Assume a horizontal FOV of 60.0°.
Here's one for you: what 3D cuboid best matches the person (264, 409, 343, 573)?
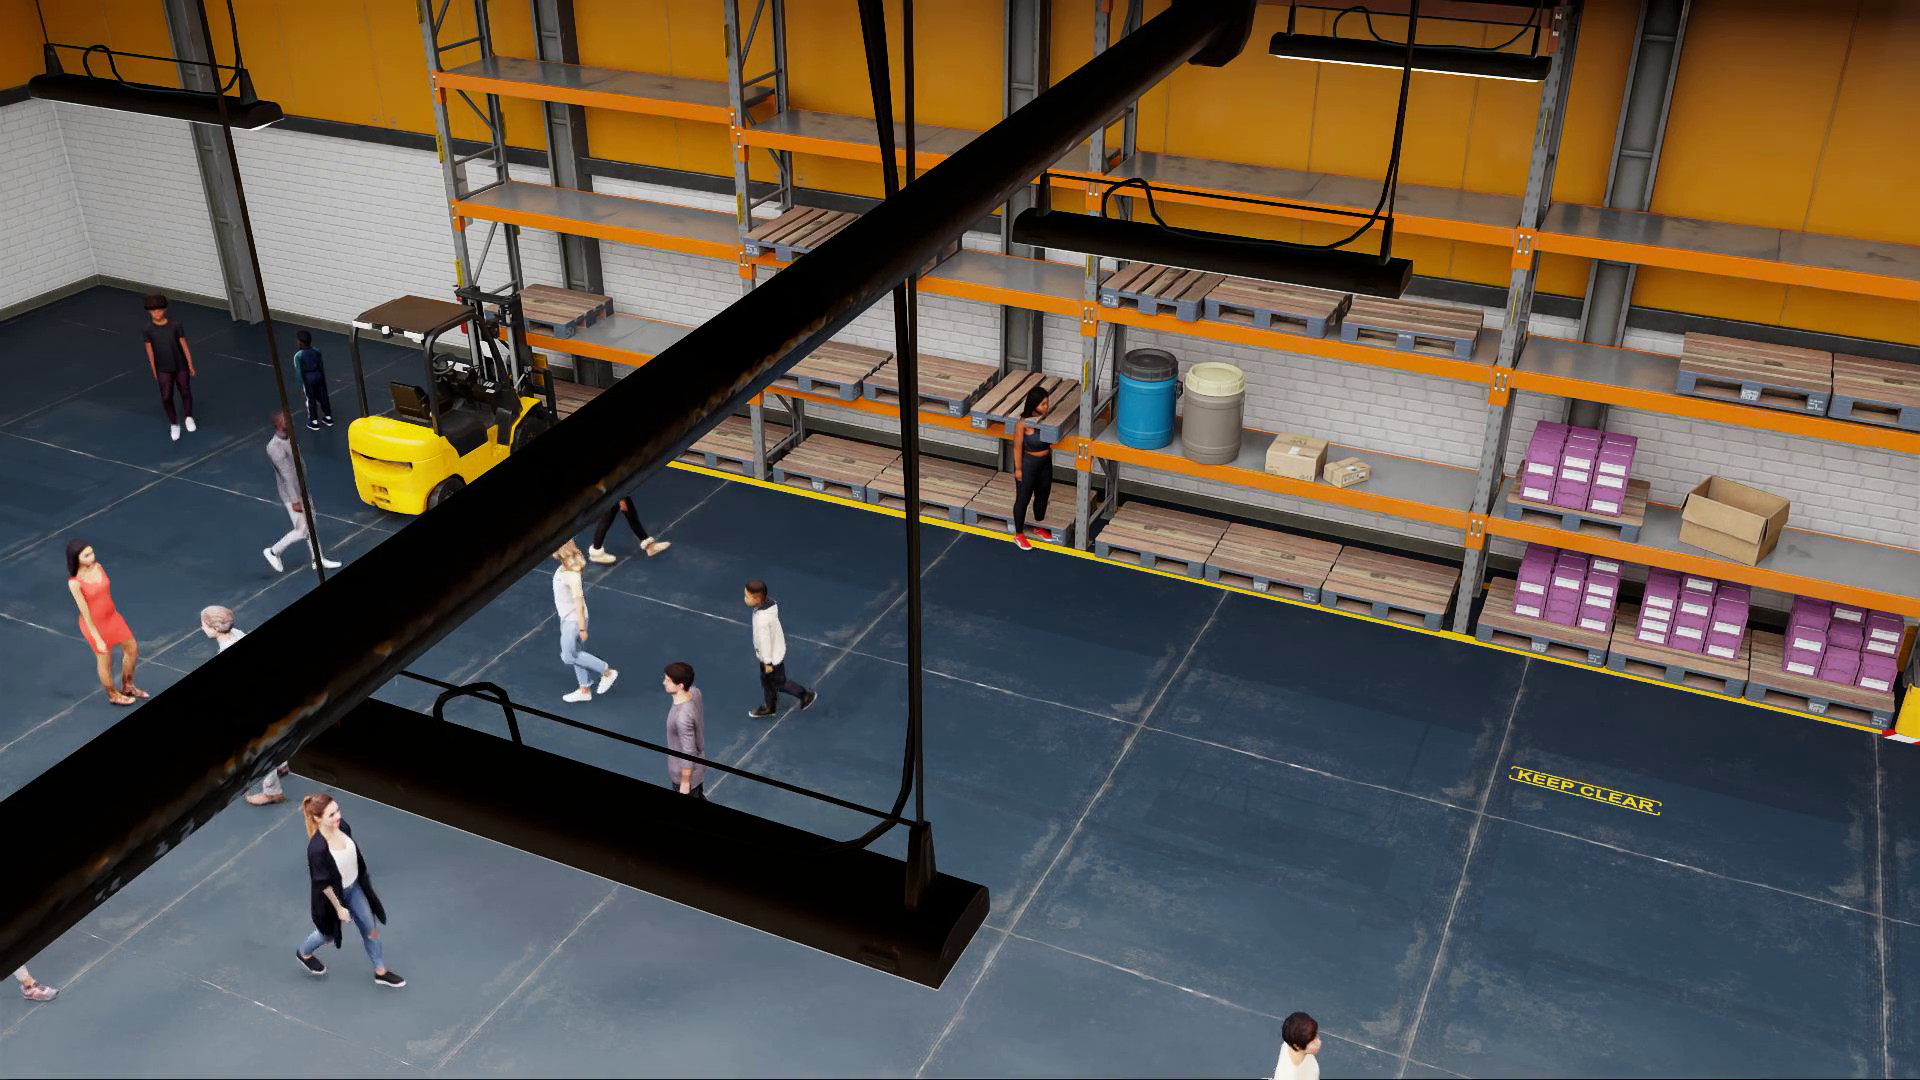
[{"bbox_3d":[-6.880,-0.472,17.017,1.086,1.823,0.964,-3,29,-5],"label":"person"}]

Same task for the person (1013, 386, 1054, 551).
[{"bbox_3d":[0.778,-0.795,17.617,0.763,1.816,0.777,-19,34,-31],"label":"person"}]

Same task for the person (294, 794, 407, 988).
[{"bbox_3d":[-4.471,2.497,11.753,1.097,1.652,0.679,9,30,17],"label":"person"}]

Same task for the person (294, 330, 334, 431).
[{"bbox_3d":[-7.929,-1.971,20.359,0.549,1.255,0.550,24,37,37],"label":"person"}]

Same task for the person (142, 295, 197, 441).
[{"bbox_3d":[-9.562,-2.159,20.171,0.814,1.764,0.882,-15,32,-26],"label":"person"}]

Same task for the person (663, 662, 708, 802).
[{"bbox_3d":[-2.108,1.743,12.926,0.705,1.853,0.750,0,29,-1],"label":"person"}]

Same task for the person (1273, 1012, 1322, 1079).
[{"bbox_3d":[1.931,3.456,10.099,1.051,1.551,0.677,9,30,15],"label":"person"}]

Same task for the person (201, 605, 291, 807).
[{"bbox_3d":[-5.756,1.345,13.631,0.901,1.876,0.848,-8,30,-14],"label":"person"}]

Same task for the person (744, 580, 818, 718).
[{"bbox_3d":[-1.603,0.981,14.774,0.961,1.420,0.854,-4,29,-8],"label":"person"}]

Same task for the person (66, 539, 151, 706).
[{"bbox_3d":[-7.754,0.761,14.881,0.670,1.704,0.665,5,29,10],"label":"person"}]

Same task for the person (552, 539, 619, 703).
[{"bbox_3d":[-3.377,0.709,14.969,0.899,1.710,0.837,-10,30,-18],"label":"person"}]
